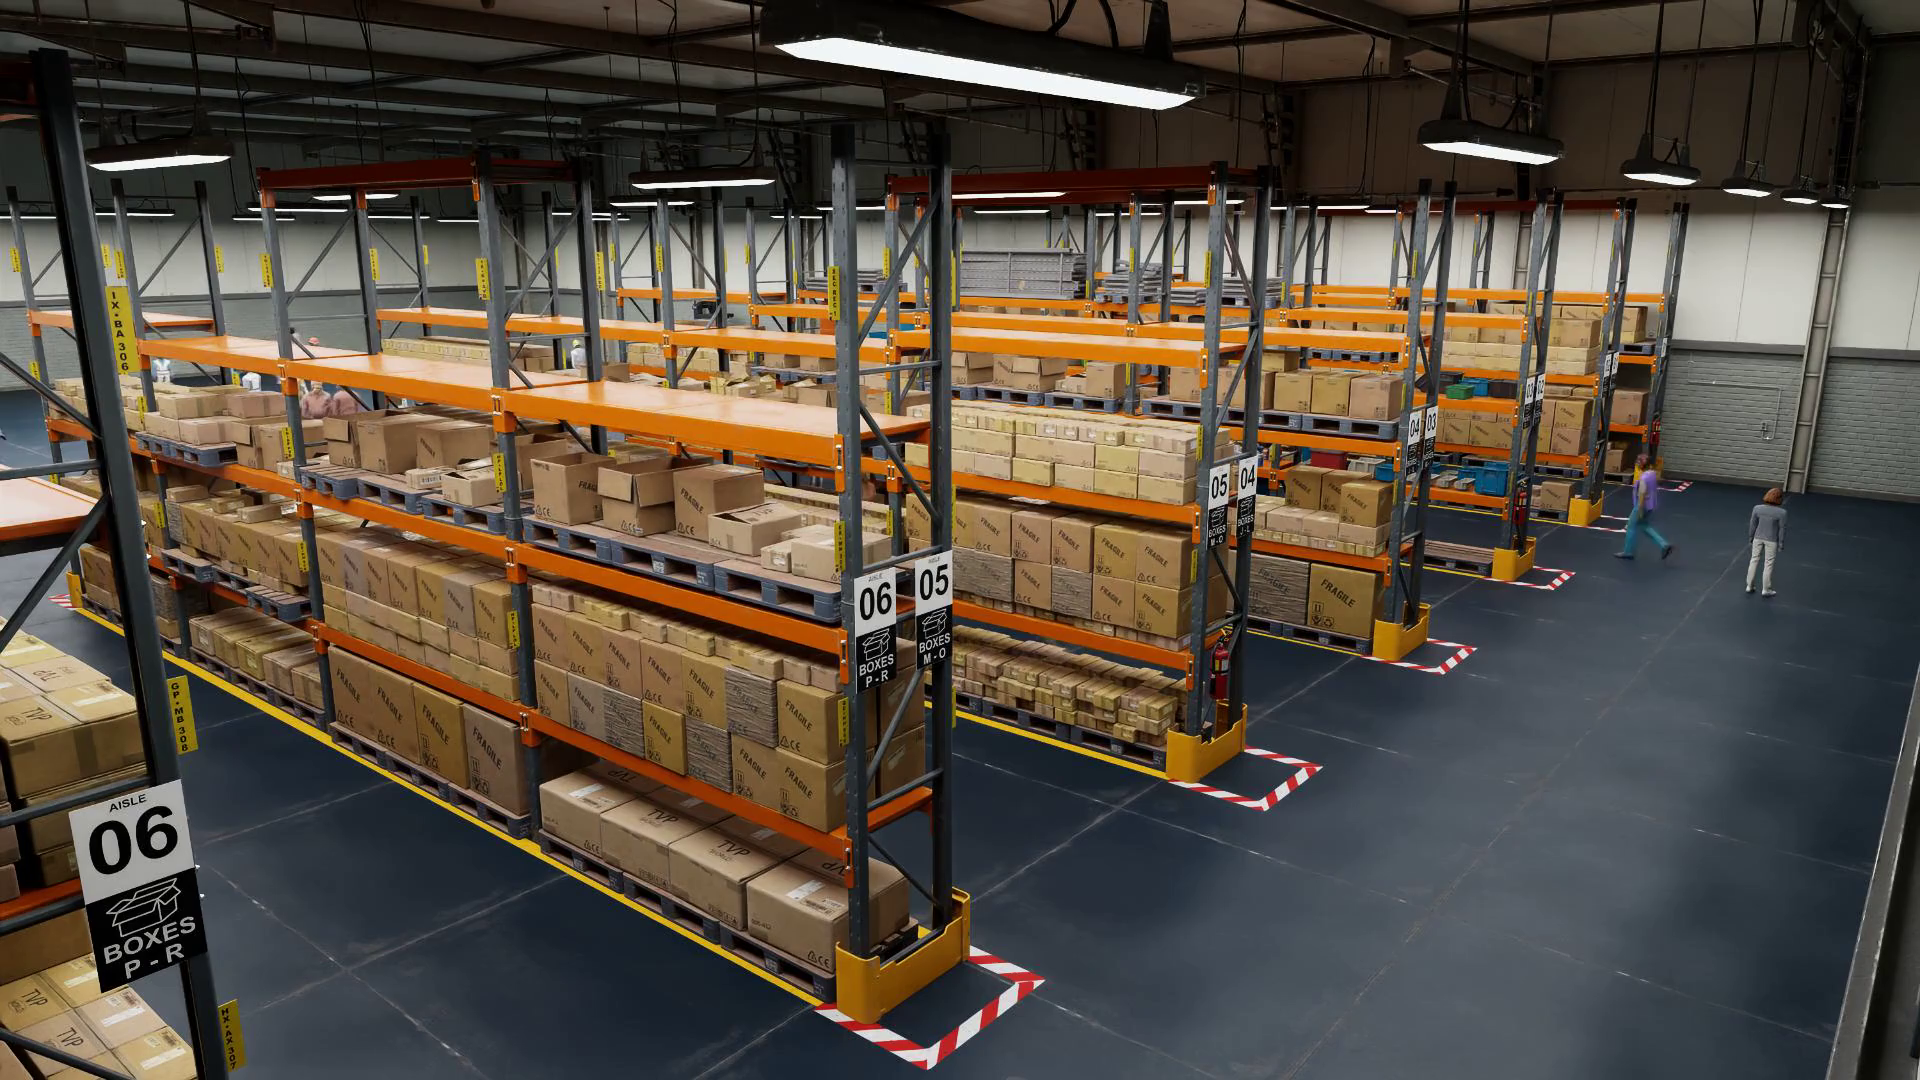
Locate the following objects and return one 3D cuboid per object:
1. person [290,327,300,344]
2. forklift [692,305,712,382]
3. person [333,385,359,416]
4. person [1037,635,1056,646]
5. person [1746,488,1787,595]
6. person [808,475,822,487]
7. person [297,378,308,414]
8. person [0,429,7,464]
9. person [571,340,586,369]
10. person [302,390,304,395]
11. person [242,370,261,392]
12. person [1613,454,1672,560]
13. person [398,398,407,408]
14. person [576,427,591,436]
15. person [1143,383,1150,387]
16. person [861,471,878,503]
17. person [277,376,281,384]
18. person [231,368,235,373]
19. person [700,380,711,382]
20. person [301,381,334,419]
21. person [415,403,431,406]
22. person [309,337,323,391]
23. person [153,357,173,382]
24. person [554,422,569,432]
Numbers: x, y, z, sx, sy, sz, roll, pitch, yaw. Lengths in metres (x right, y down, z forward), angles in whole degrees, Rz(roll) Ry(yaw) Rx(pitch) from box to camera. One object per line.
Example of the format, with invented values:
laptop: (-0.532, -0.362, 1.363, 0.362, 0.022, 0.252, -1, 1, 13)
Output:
person: (-26.061, -7.399, 49.241, 0.472, 1.830, 0.661, 0, 14, -1)
forklift: (-9.511, -7.392, 47.124, 1.873, 2.768, 1.129, 11, 17, 38)
person: (-15.156, -3.038, 31.210, 0.673, 1.884, 0.672, 7, 15, 26)
person: (0.978, 0.833, 15.428, 0.722, 1.802, 0.632, 10, 17, 35)
person: (12.267, 0.018, 19.150, 0.266, 1.631, 0.507, -8, 16, -31)
person: (-2.839, -1.531, 25.031, 0.327, 1.871, 0.514, 13, 19, 42)
person: (-18.486, -3.974, 35.095, 0.659, 1.873, 1.017, -6, 15, -22)
person: (-21.813, -2.340, 28.328, 1.004, 1.877, 0.560, -2, 14, -7)
person: (-13.241, -6.012, 43.625, 0.831, 1.798, 0.615, 13, 19, 43)
person: (-21.962, -5.468, 41.718, 0.281, 1.633, 0.498, -6, 15, -24)
person: (-19.556, -3.951, 34.820, 0.384, 1.949, 0.605, 2, 14, 10)
person: (11.500, -0.535, 21.063, 0.763, 1.817, 0.578, 13, 19, 42)
person: (-16.820, -4.503, 37.785, 0.348, 1.655, 0.521, 1, 14, 5)
person: (-7.554, -1.712, 25.717, 0.611, 1.888, 0.889, -6, 15, -24)
person: (4.705, -3.164, 31.477, 0.902, 2.003, 0.610, 9, 17, 34)
person: (-1.504, -0.373, 20.808, 0.824, 1.595, 0.545, 10, 17, 36)
person: (-24.516, -6.579, 45.829, 0.977, 1.853, 0.652, -2, 14, -7)
person: (-24.017, -5.417, 41.426, 0.764, 1.675, 0.535, 6, 15, 25)
person: (-7.855, -4.950, 39.066, 0.359, 1.884, 0.573, 11, 17, 37)
person: (-15.742, -2.950, 30.860, 0.749, 1.868, 0.583, -8, 16, -30)
person: (-14.292, -3.605, 33.461, 0.592, 1.919, 0.392, 8, 16, 29)
person: (-21.657, -5.805, 42.351, 0.622, 1.992, 0.394, 5, 15, 21)
person: (-26.052, -5.346, 41.207, 0.536, 1.626, 0.371, -12, 18, -40)
person: (-8.922, -2.367, 28.208, 0.391, 1.995, 0.613, 7, 15, 27)
